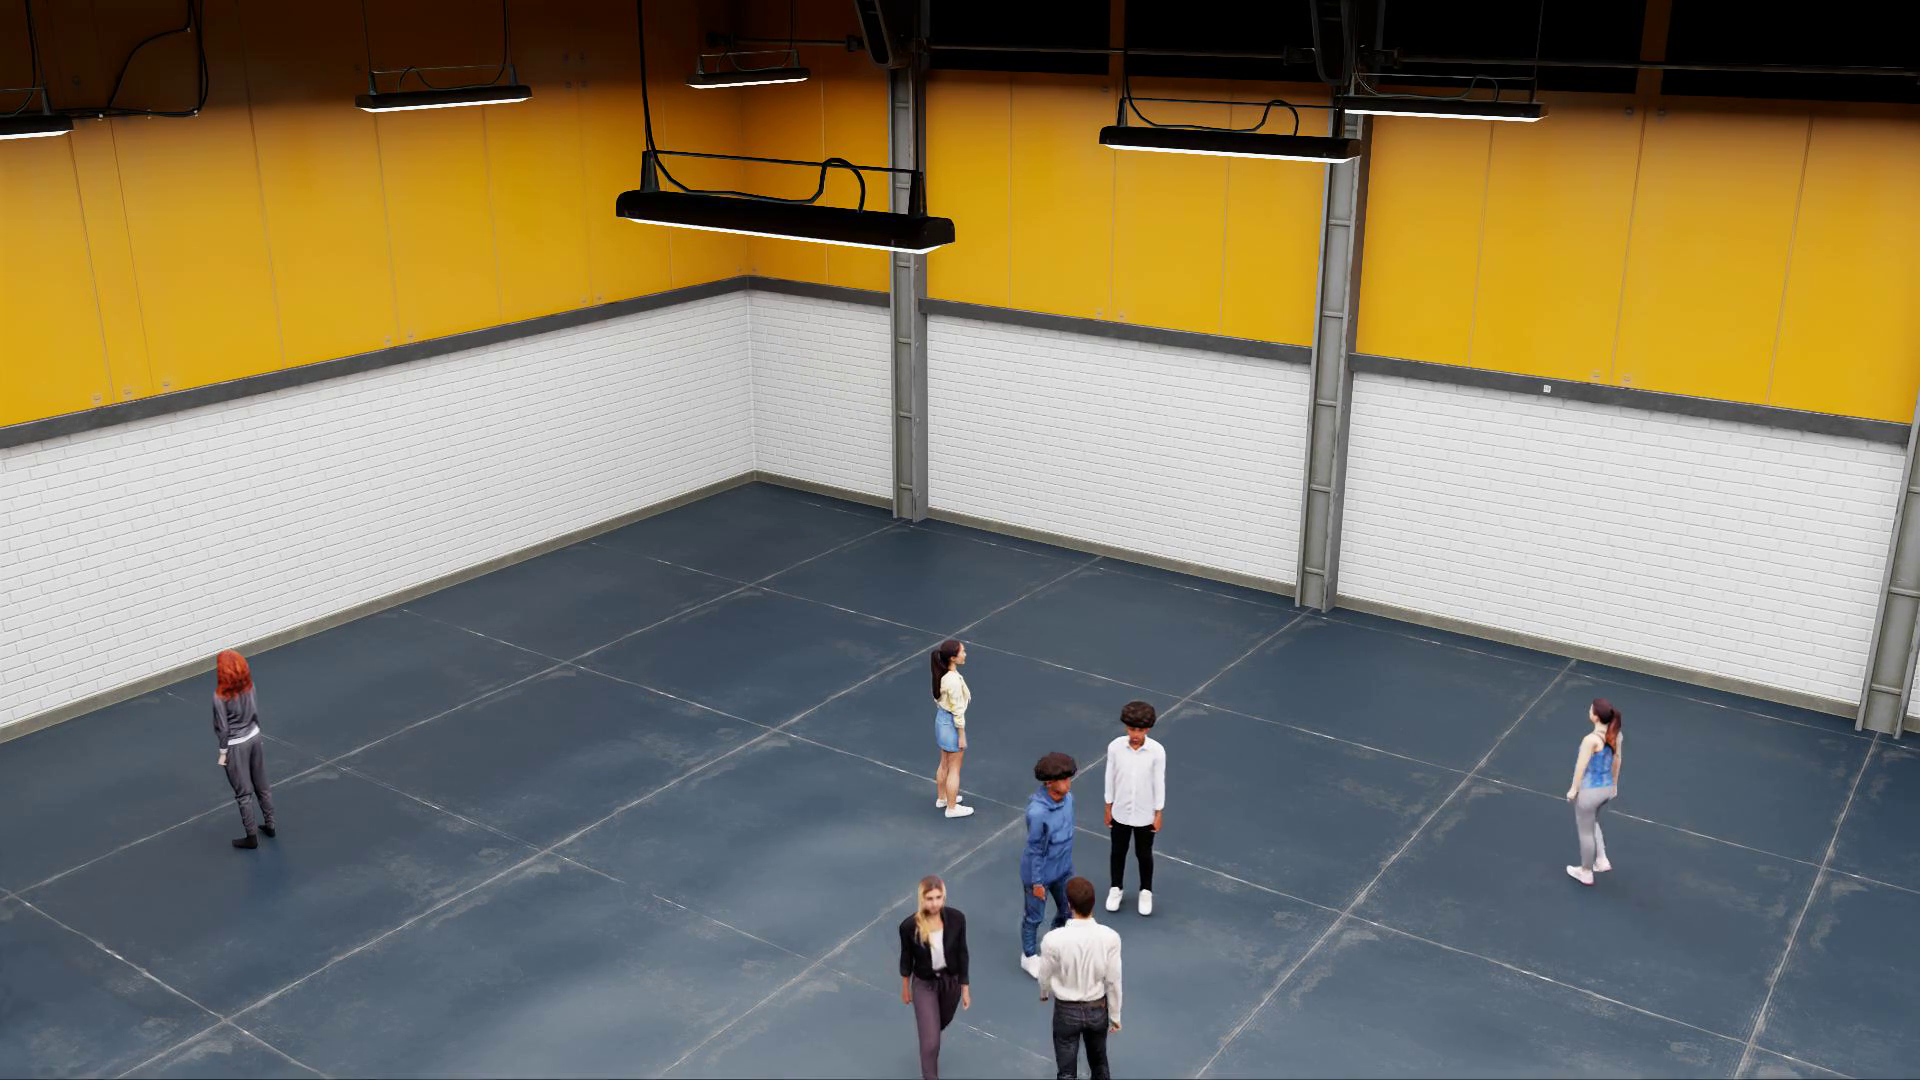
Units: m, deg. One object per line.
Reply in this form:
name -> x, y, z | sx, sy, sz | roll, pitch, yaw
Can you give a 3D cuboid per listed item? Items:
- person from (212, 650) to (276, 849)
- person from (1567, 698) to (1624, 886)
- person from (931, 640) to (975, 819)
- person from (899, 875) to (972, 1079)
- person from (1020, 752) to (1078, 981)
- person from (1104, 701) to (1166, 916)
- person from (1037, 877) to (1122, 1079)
person -> -6.095, 1.759, 14.107 | 0.545, 1.779, 0.622 | 8, 20, 23
person -> 5.197, 2.065, 13.479 | 0.666, 1.601, 0.716 | -11, 22, -30
person -> -0.082, 1.646, 14.674 | 0.788, 1.631, 0.677 | -8, 20, -21
person -> -0.169, 2.911, 10.904 | 0.967, 1.641, 1.094 | -5, 19, -16
person -> 0.580, 2.379, 12.251 | 0.742, 1.789, 0.700 | -14, 23, -36
person -> 1.369, 2.091, 13.084 | 0.627, 1.804, 0.763 | 5, 19, 14
person -> 0.747, 2.996, 10.319 | 0.973, 1.853, 1.027 | -1, 19, -3
